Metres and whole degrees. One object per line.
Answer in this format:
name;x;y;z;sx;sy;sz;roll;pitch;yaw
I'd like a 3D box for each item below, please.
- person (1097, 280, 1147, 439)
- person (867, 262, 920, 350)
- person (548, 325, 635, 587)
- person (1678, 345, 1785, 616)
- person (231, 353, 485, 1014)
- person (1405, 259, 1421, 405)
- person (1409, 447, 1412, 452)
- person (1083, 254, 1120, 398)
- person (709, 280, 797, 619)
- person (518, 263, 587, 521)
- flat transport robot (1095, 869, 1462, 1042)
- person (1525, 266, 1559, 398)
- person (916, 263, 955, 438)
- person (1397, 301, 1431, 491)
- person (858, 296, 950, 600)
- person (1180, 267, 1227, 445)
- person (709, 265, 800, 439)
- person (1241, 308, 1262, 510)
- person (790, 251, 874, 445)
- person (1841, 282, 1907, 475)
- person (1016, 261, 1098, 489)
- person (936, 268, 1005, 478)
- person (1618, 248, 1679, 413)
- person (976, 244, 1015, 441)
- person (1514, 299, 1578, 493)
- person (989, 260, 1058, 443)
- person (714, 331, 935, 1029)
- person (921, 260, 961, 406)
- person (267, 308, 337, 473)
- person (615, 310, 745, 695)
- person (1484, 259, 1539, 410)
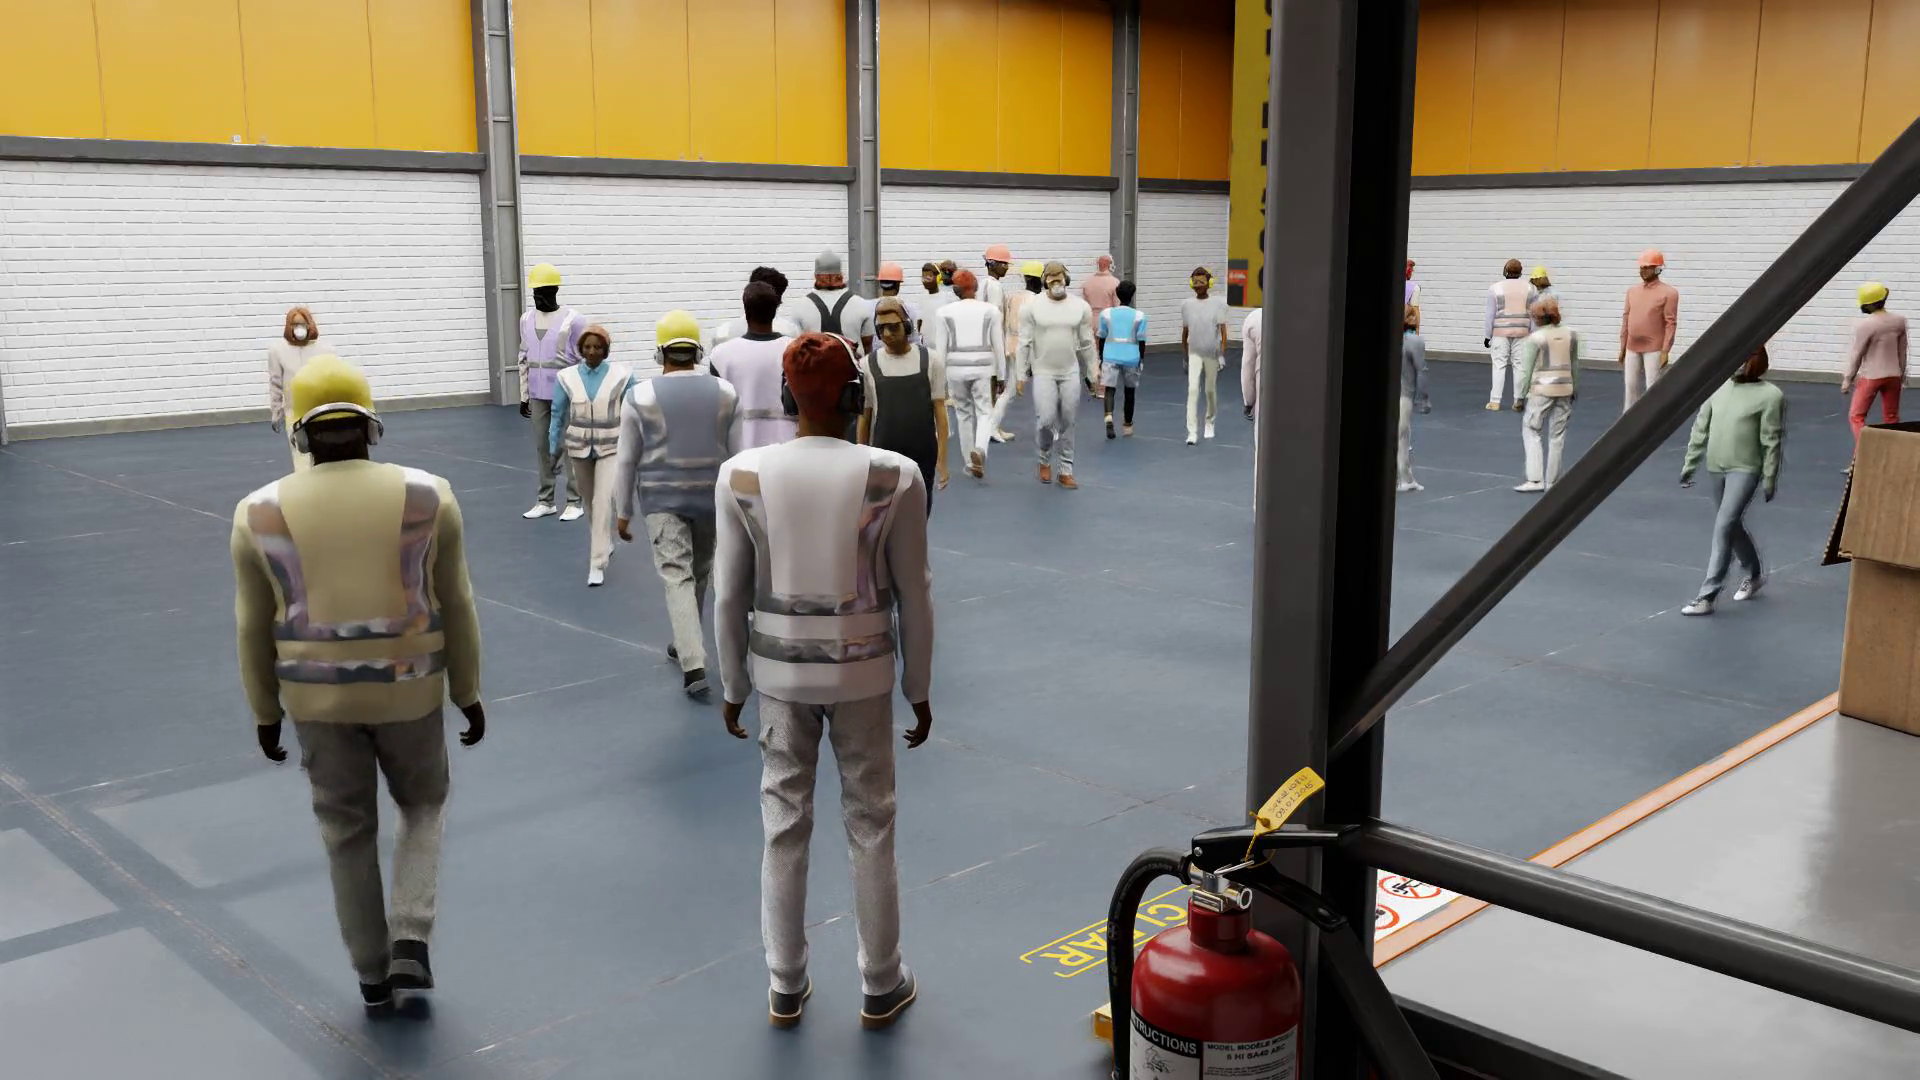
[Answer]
person;1.686;-1.880;17.407;0.536;1.675;0.740;2;11;9
person;-0.652;-1.621;15.428;0.566;1.889;1.001;4;11;21
person;-2.289;-0.553;10.423;0.533;1.585;0.909;0;10;-1
person;4.437;-0.395;9.487;0.825;1.598;0.495;-5;12;-26
person;-1.622;0.408;4.524;0.621;1.818;0.418;-3;11;-18
person;5.537;-2.616;20.960;0.398;1.835;0.568;-9;14;-40
person;3.908;-1.757;16.257;1.001;1.858;0.643;-1;10;-6
person;1.829;-2.754;21.574;0.668;1.893;0.652;-10;14;-44
person;-1.047;-0.454;9.043;0.598;1.899;0.760;-3;11;-17
person;-3.056;-1.101;12.457;0.595;1.925;0.371;4;11;22
flat transport robot;1.077;1.161;4.640;0.652;0.197;1.431;10;14;42
person;7.566;-2.725;21.834;0.518;1.728;0.365;8;13;36
person;-0.328;-1.951;17.317;0.571;1.837;0.711;10;14;43
person;3.556;-1.162;13.694;0.814;1.602;0.500;-6;12;-29
person;-0.333;-0.468;9.340;0.520;1.810;0.890;-2;11;-9
person;2.537;-1.922;17.298;0.508;1.816;1.010;3;11;14
person;-1.296;-0.782;10.675;0.671;1.937;0.439;2;11;13
person;2.382;-1.030;12.132;0.648;1.906;0.401;4;11;22
person;-1.053;-1.391;13.729;0.682;2.000;1.022;-1;10;-5
person;8.133;-1.412;14.731;0.583;1.727;0.342;-3;11;-16
person;0.827;-1.367;13.930;0.725;1.917;0.437;-2;11;-12
person;0.092;-1.438;14.507;0.601;1.857;0.738;0;10;-1
person;7.028;-1.981;17.072;0.389;1.994;0.619;-6;12;-31
person;0.363;-2.057;17.371;0.394;2.038;0.605;-3;11;-14
person;4.876;-1.177;13.746;0.577;1.614;0.365;-3;11;-17
person;0.651;-1.925;17.079;0.943;1.889;0.585;-7;13;-34
person;-0.359;0.386;4.465;0.583;1.882;0.337;1;10;5
person;-0.164;-2.566;20.752;0.645;1.818;0.695;7;12;34
person;-4.901;-0.945;12.508;0.519;1.579;0.842;-4;11;-23
person;-1.313;-0.188;7.865;0.606;1.792;0.915;-5;11;-25
person;6.717;-2.504;20.343;0.626;1.844;0.429;0;10;0
